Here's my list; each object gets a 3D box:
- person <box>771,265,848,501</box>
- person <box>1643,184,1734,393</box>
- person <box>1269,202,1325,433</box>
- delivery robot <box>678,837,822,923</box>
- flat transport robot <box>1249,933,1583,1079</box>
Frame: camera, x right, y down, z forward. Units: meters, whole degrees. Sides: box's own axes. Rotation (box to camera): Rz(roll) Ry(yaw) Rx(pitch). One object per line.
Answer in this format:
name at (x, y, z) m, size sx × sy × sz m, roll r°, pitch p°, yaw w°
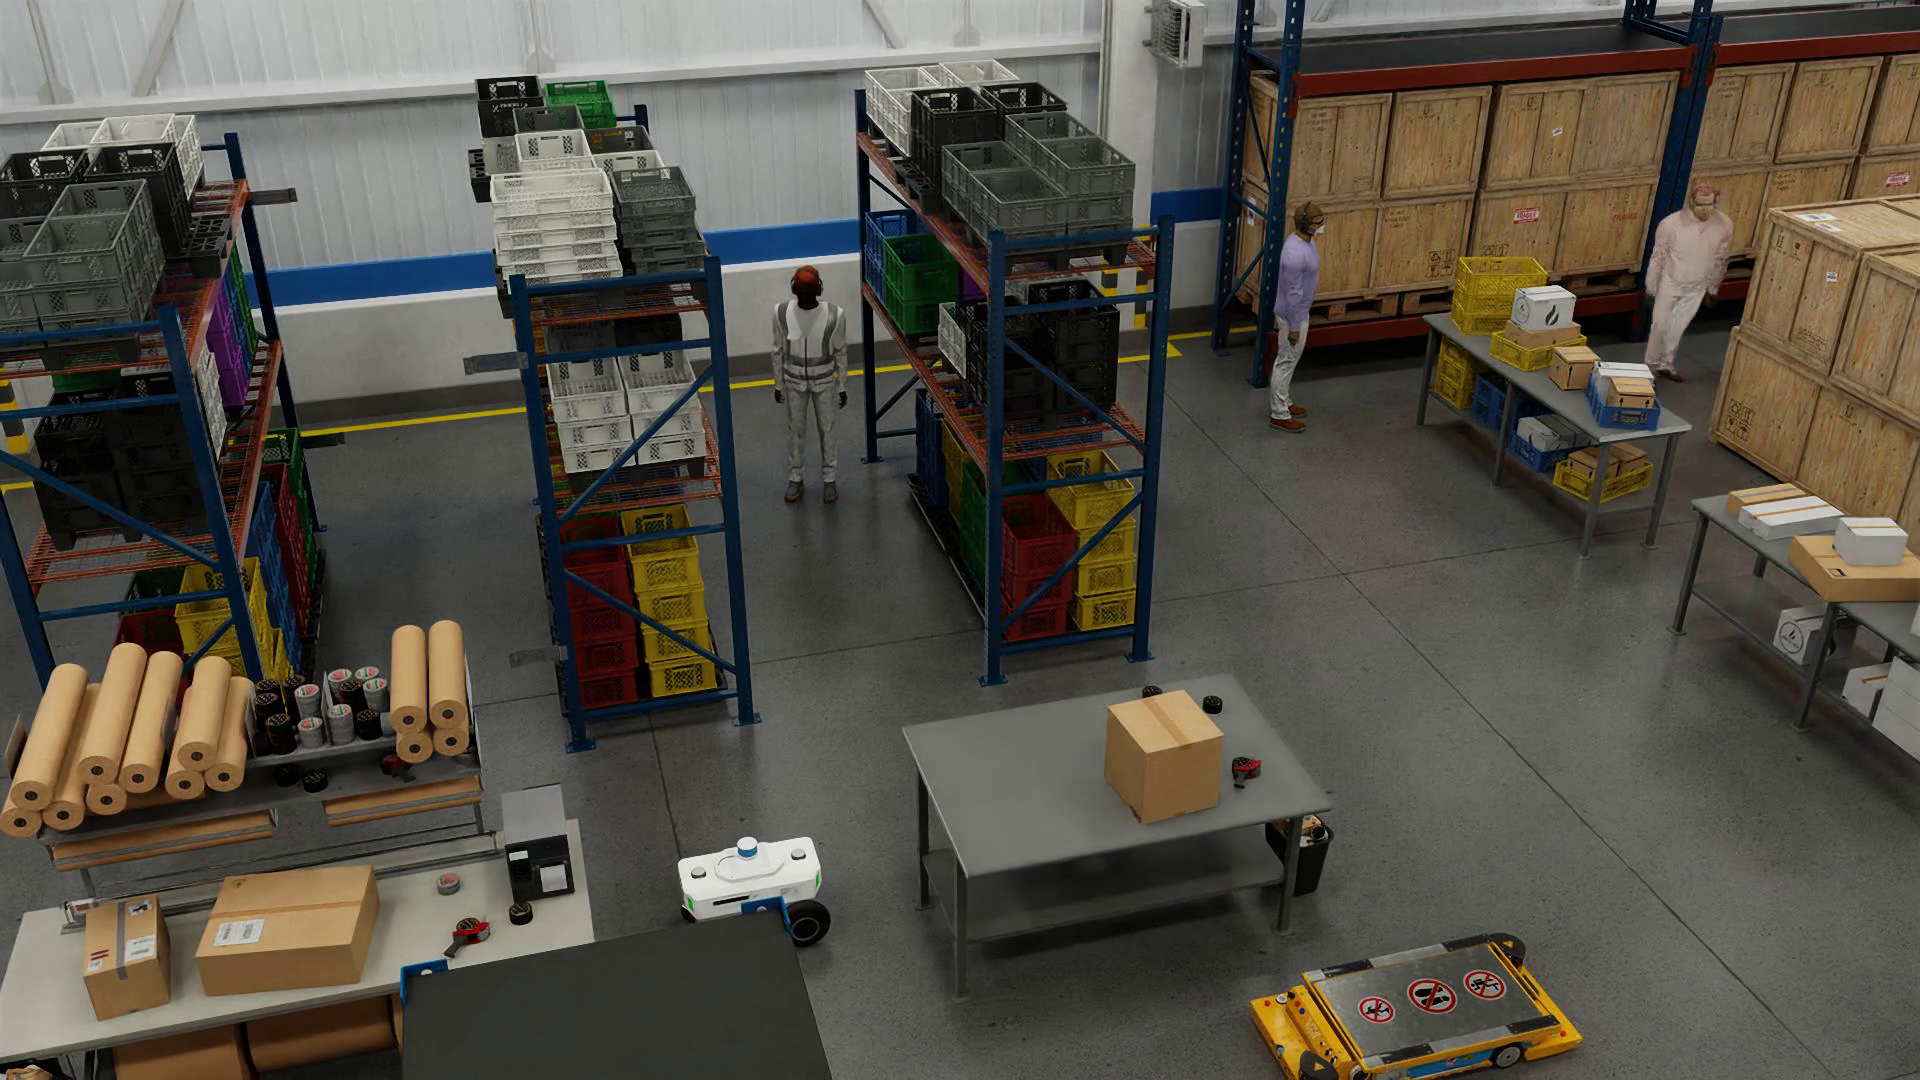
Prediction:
person at (-1.137, -1.180, 12.627) m, size 0.574 × 1.876 × 0.355 m, roll 2°, pitch 29°, yaw 3°
person at (6.310, -2.206, 14.512) m, size 0.655 × 1.876 × 0.636 m, roll -1°, pitch 29°, yaw -2°
person at (2.790, -1.859, 13.797) m, size 0.372 × 1.940 × 0.629 m, roll 7°, pitch 30°, yaw 13°
delivery robot at (-1.084, 1.750, 8.563) m, size 0.707 × 0.478 × 0.477 m, roll -8°, pitch 30°, yaw -14°
flat transport robot at (2.184, 2.282, 7.980) m, size 1.431 × 0.197 × 0.652 m, roll -8°, pitch 30°, yaw -14°
